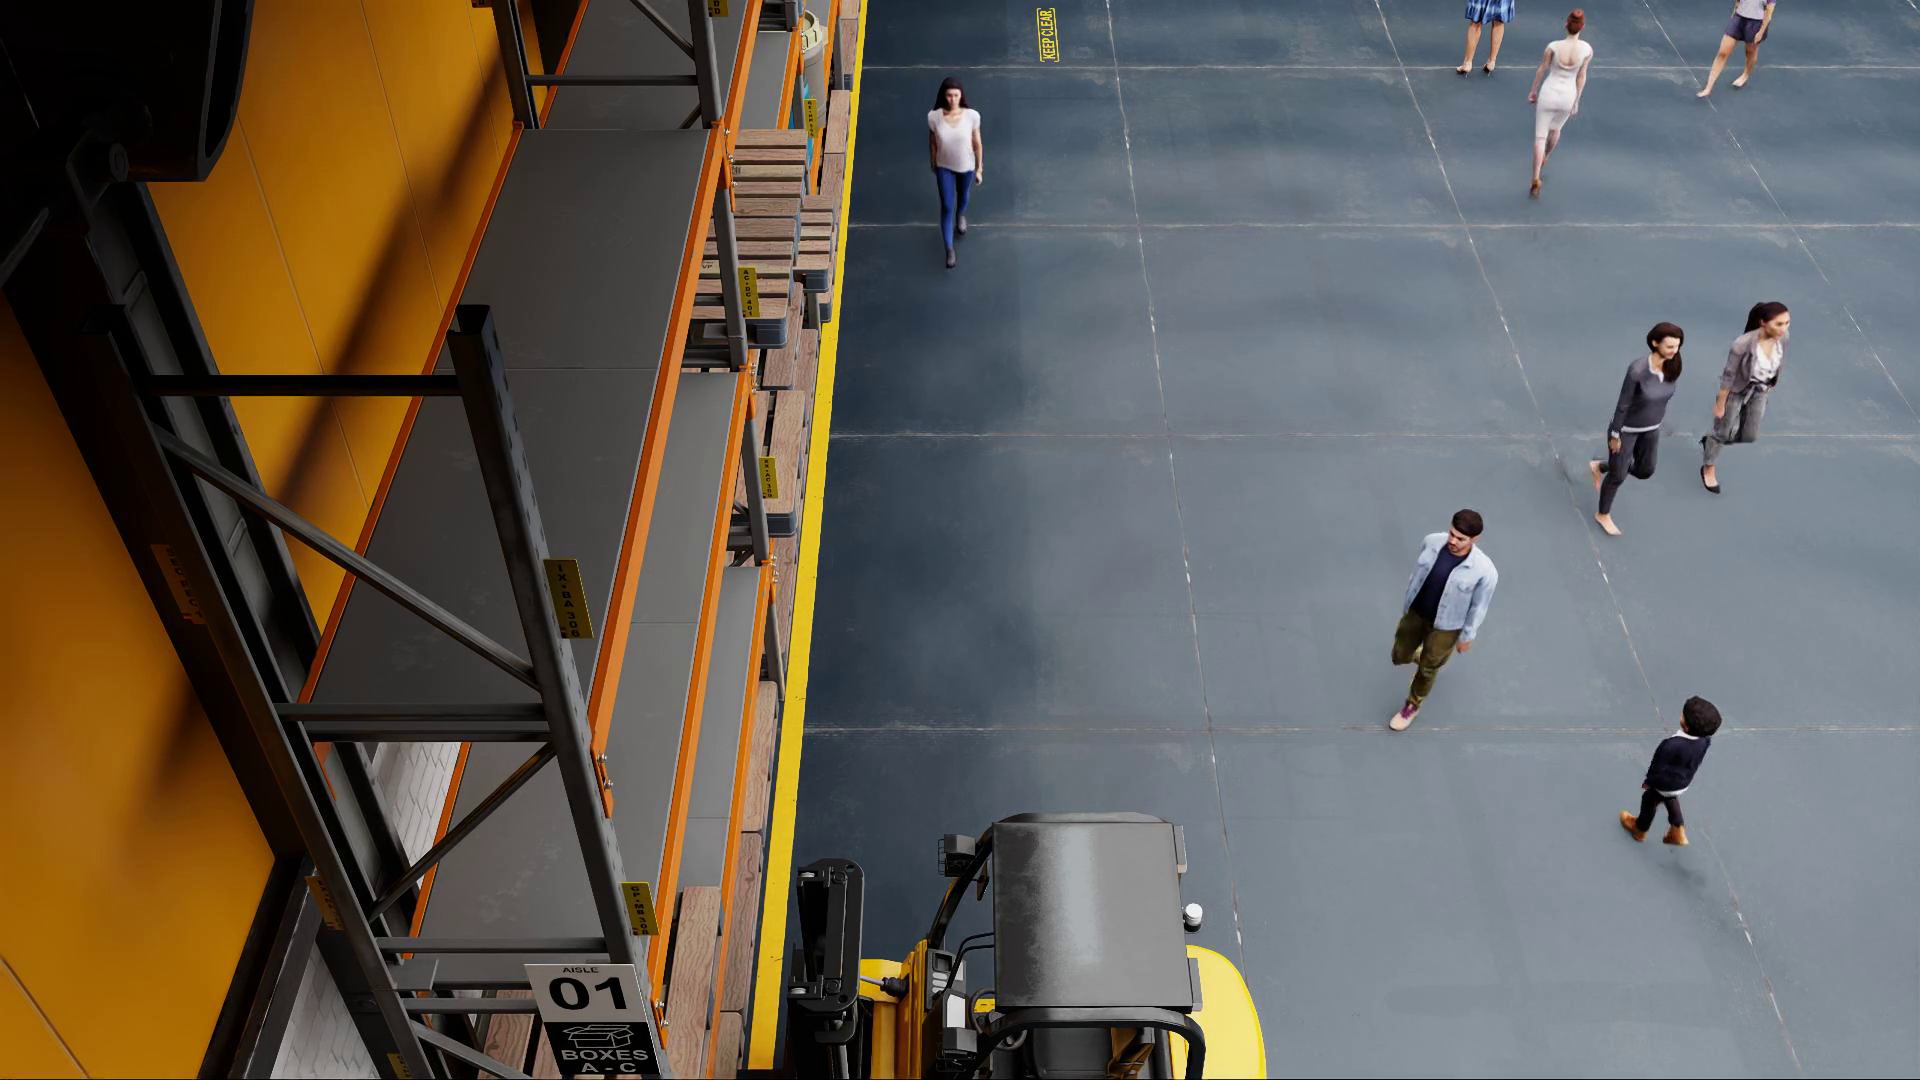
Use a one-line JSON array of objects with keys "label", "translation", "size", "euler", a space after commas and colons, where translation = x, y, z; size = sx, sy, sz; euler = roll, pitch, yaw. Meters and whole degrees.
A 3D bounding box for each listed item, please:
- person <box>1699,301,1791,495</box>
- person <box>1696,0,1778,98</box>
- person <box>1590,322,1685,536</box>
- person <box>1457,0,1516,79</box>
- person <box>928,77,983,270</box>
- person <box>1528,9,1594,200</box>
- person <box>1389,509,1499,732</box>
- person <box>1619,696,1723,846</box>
[{"label": "person", "translation": [5.676, -1.096, 12.184], "size": [0.713, 1.667, 0.737], "euler": [-11, 45, -11]}, {"label": "person", "translation": [7.908, -5.173, 16.574], "size": [1.031, 1.514, 1.016], "euler": [-30, 51, -28]}, {"label": "person", "translation": [4.758, -0.849, 11.860], "size": [0.780, 1.755, 0.900], "euler": [-16, 46, -16]}, {"label": "person", "translation": [5.357, -5.534, 16.742], "size": [0.675, 1.805, 0.580], "euler": [-3, 44, -3]}, {"label": "person", "translation": [-0.034, -3.272, 14.491], "size": [0.630, 1.634, 1.129], "euler": [-1, 44, -1]}, {"label": "person", "translation": [5.386, -3.931, 15.088], "size": [0.740, 1.766, 0.962], "euler": [11, 45, 11]}, {"label": "person", "translation": [3.038, 0.453, 10.460], "size": [0.988, 1.801, 0.931], "euler": [-32, 52, -29]}, {"label": "person", "translation": [4.265, 1.421, 9.868], "size": [0.641, 1.216, 0.735], "euler": [-18, 47, -18]}]
